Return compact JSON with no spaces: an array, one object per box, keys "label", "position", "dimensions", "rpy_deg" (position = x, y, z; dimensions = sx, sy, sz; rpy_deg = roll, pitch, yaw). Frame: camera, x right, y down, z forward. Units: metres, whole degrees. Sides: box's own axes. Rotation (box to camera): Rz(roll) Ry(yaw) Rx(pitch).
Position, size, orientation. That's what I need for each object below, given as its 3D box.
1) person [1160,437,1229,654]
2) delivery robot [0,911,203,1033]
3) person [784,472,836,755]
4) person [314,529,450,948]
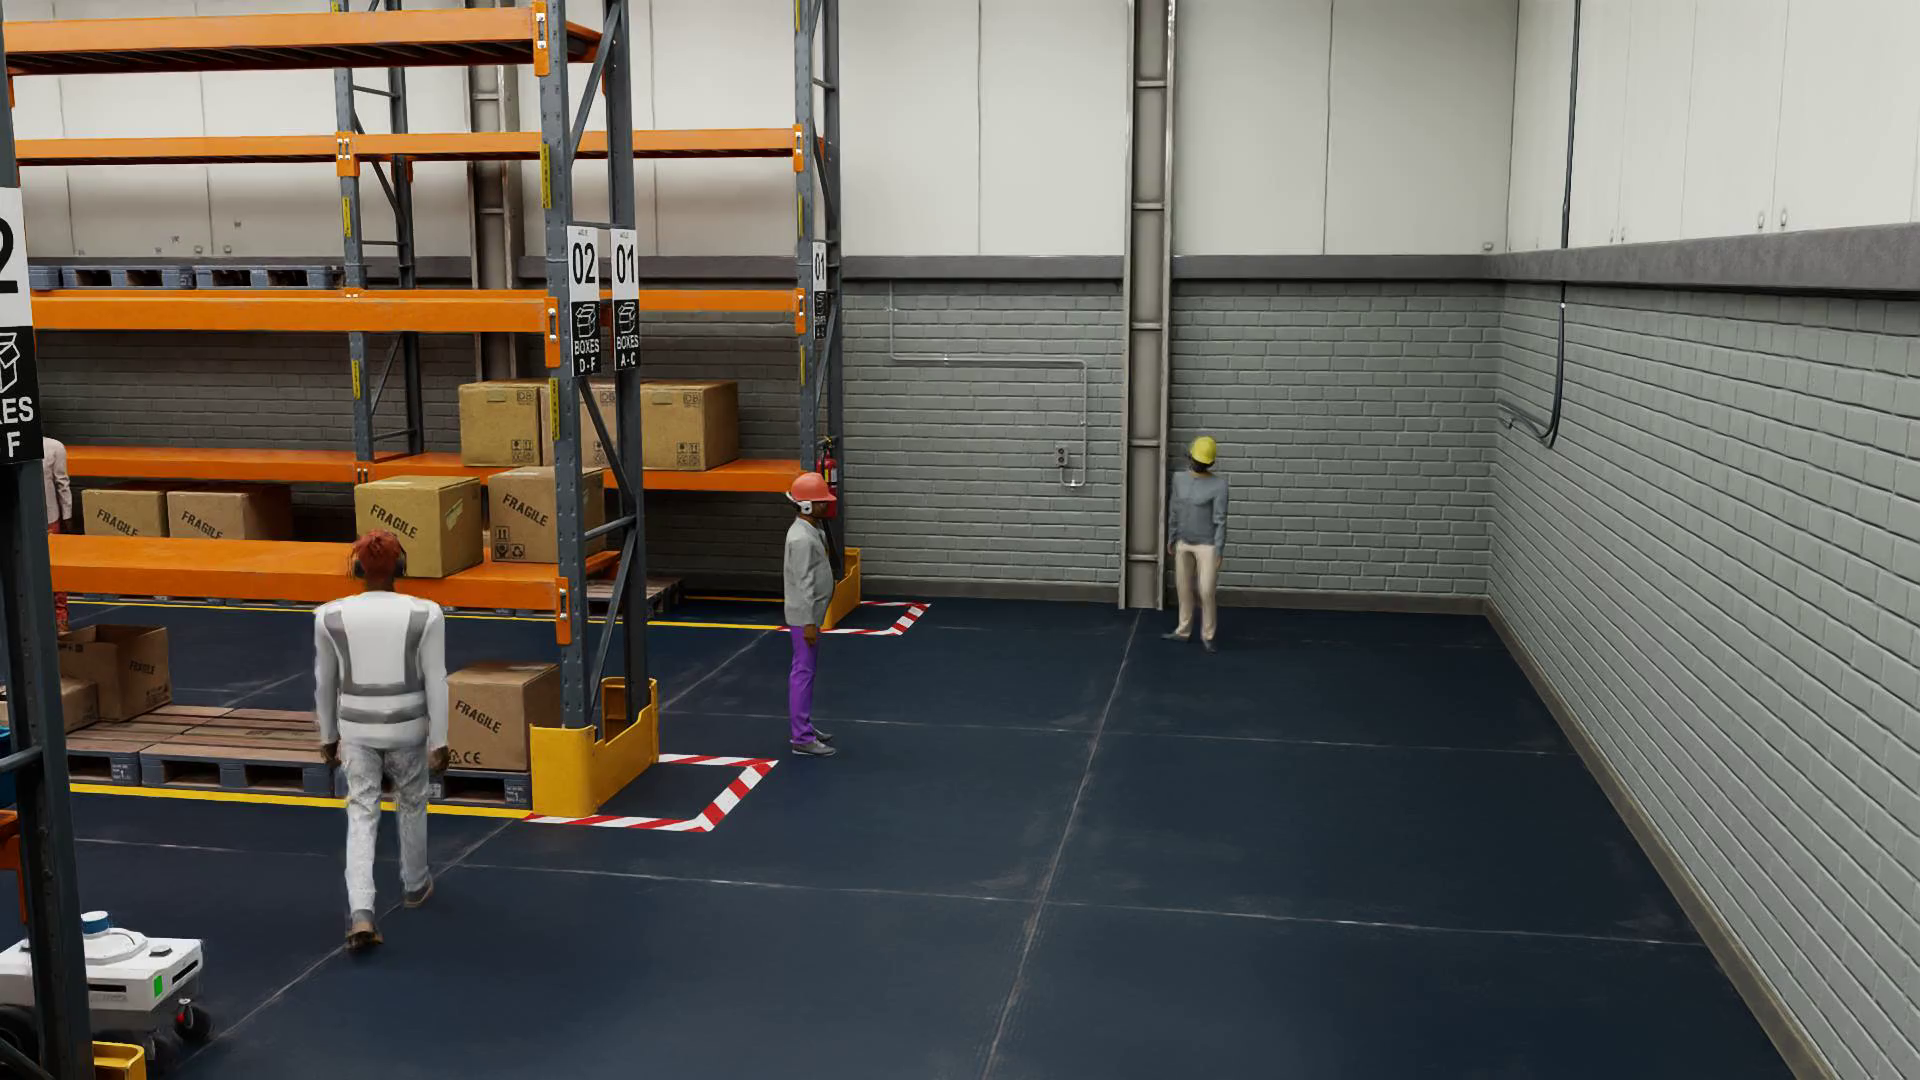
[{"label":"person","position":[1.812,0.027,13.138],"dimensions":[0.397,1.727,0.710],"rpy_deg":[-9,12,-43]},{"label":"delivery robot","position":[-3.274,1.655,6.320],"dimensions":[0.707,0.478,0.477],"rpy_deg":[1,9,5]},{"label":"person","position":[-0.929,0.451,10.369],"dimensions":[0.329,1.753,0.560],"rpy_deg":[-1,9,-4]},{"label":"person","position":[-2.602,0.871,7.503],"dimensions":[0.593,1.858,0.912],"rpy_deg":[-2,9,-10]}]
